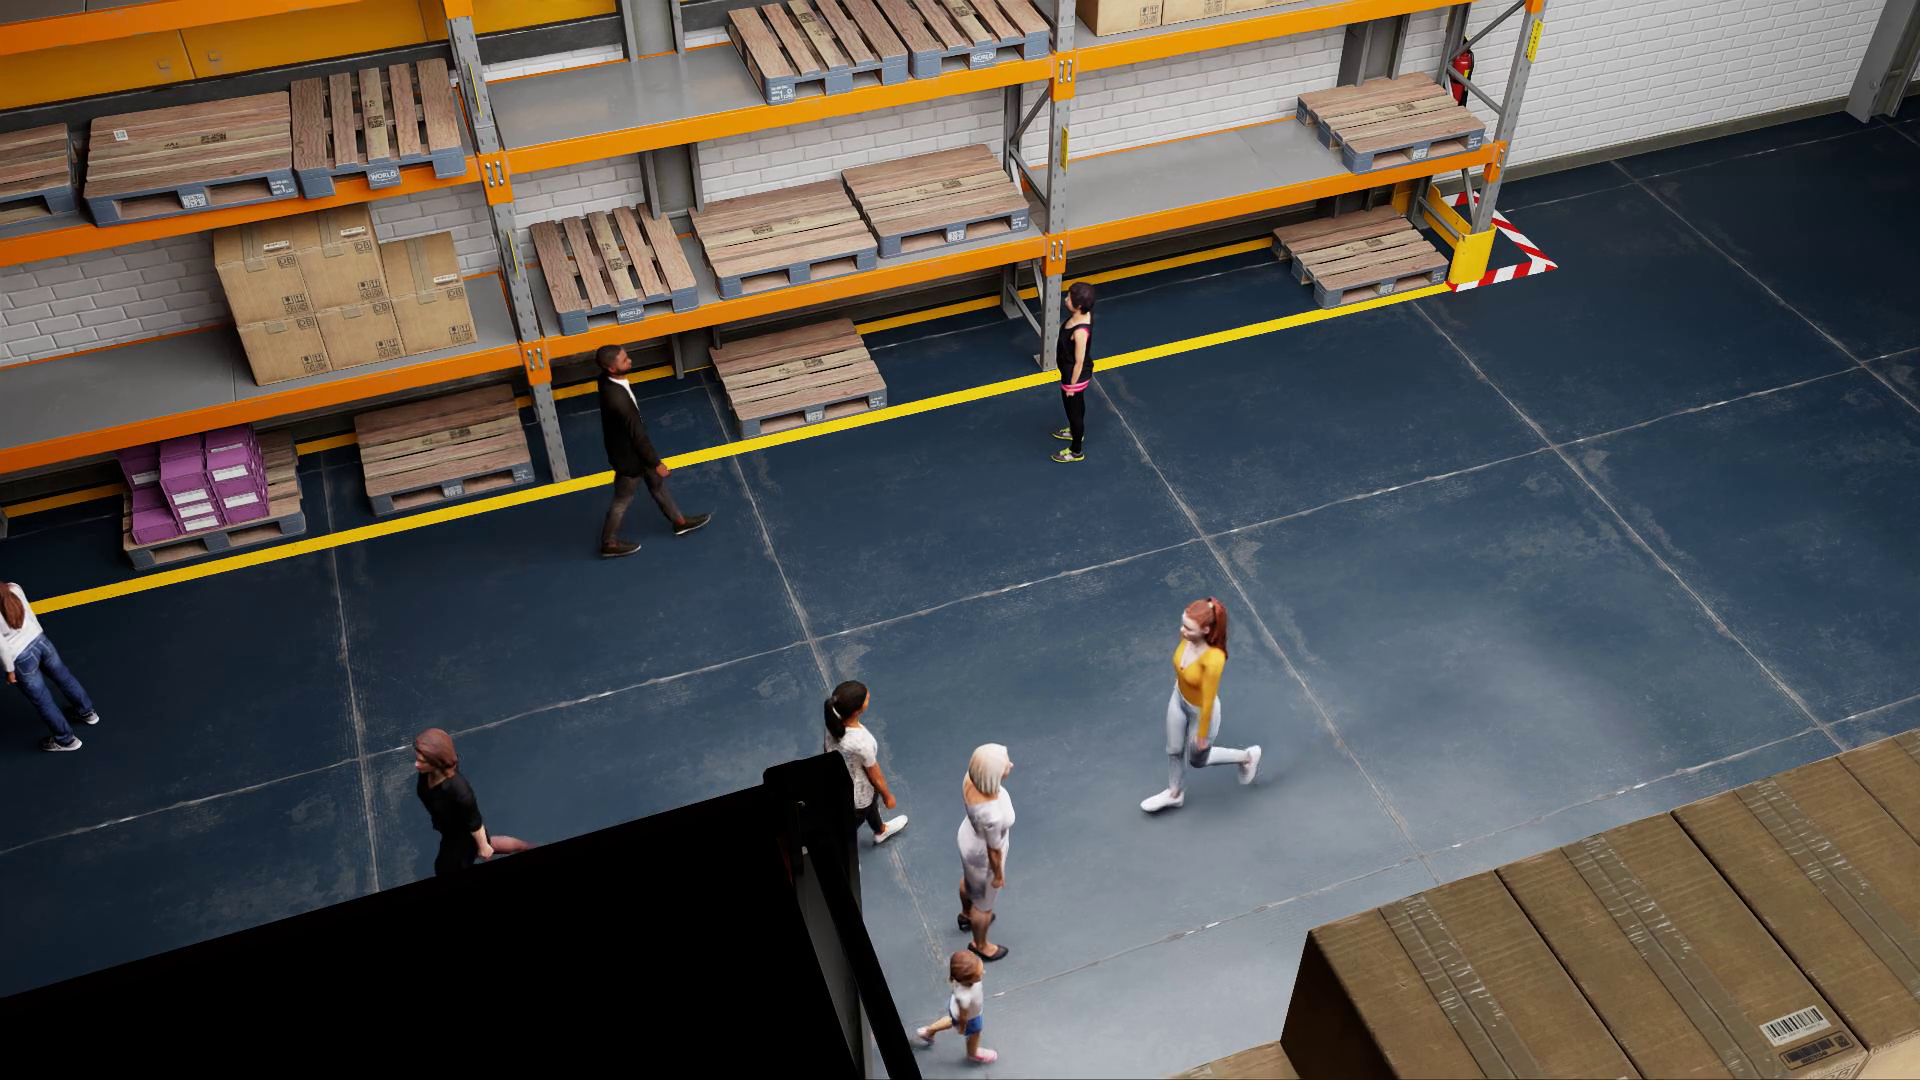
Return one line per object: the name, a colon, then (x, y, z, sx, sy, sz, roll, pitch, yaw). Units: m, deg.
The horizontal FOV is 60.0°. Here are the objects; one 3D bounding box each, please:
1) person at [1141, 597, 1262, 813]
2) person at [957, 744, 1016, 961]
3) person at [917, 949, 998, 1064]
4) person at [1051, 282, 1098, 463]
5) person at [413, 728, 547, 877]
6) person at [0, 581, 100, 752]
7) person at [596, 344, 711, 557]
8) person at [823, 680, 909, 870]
person: (1.471, 0.985, 9.860, 0.963, 1.738, 0.611, -17, 46, -17)
person: (0.123, 1.697, 9.105, 0.510, 1.748, 0.561, -12, 45, -13)
person: (-0.013, 2.466, 8.834, 0.705, 1.009, 0.547, 1, 44, 1)
person: (0.862, -1.269, 12.360, 0.625, 1.553, 0.611, 4, 44, 4)
person: (-2.713, 1.585, 9.280, 1.148, 1.669, 0.877, -33, 53, -30)
person: (-5.781, 0.696, 10.294, 0.653, 1.557, 0.618, 9, 44, 9)
person: (-2.355, -0.567, 11.469, 1.058, 1.766, 0.712, -11, 45, -11)
person: (-0.692, 1.441, 9.467, 0.914, 1.619, 0.656, -20, 47, -20)
